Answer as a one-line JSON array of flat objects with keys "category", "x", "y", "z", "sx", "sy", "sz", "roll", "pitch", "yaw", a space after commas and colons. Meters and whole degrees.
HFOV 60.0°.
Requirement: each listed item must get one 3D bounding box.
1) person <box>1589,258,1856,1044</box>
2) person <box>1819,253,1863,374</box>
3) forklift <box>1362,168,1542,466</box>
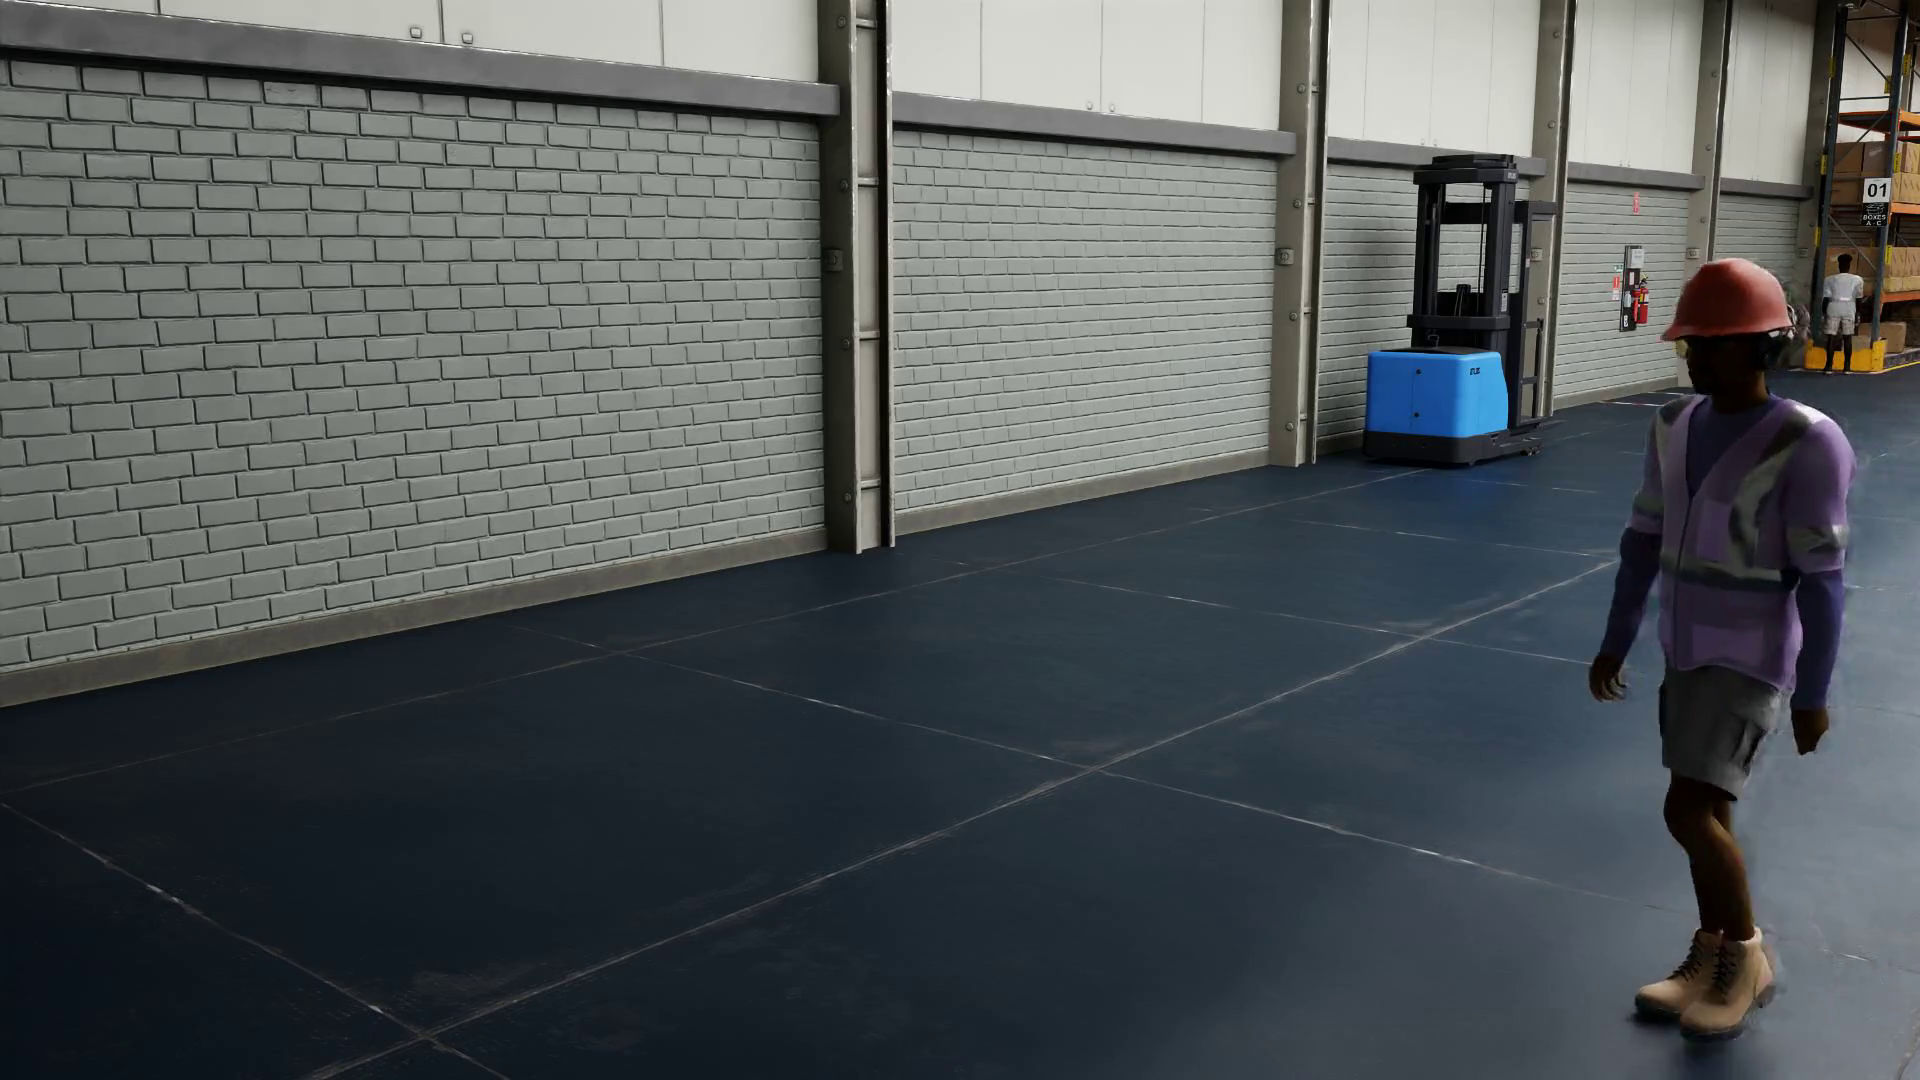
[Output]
[{"category": "person", "x": 1.948, "y": 0.299, "z": 4.316, "sx": 0.492, "sy": 2.027, "sz": 0.631, "roll": -2, "pitch": 10, "yaw": -13}, {"category": "person", "x": 14.433, "y": -3.703, "z": 27.257, "sx": 0.613, "sy": 1.962, "sz": 0.362, "roll": 2, "pitch": 10, "yaw": 14}, {"category": "forklift", "x": 4.875, "y": -2.212, "z": 16.287, "sx": 1.129, "sy": 2.768, "sz": 1.873, "roll": 8, "pitch": 13, "yaw": 40}]
